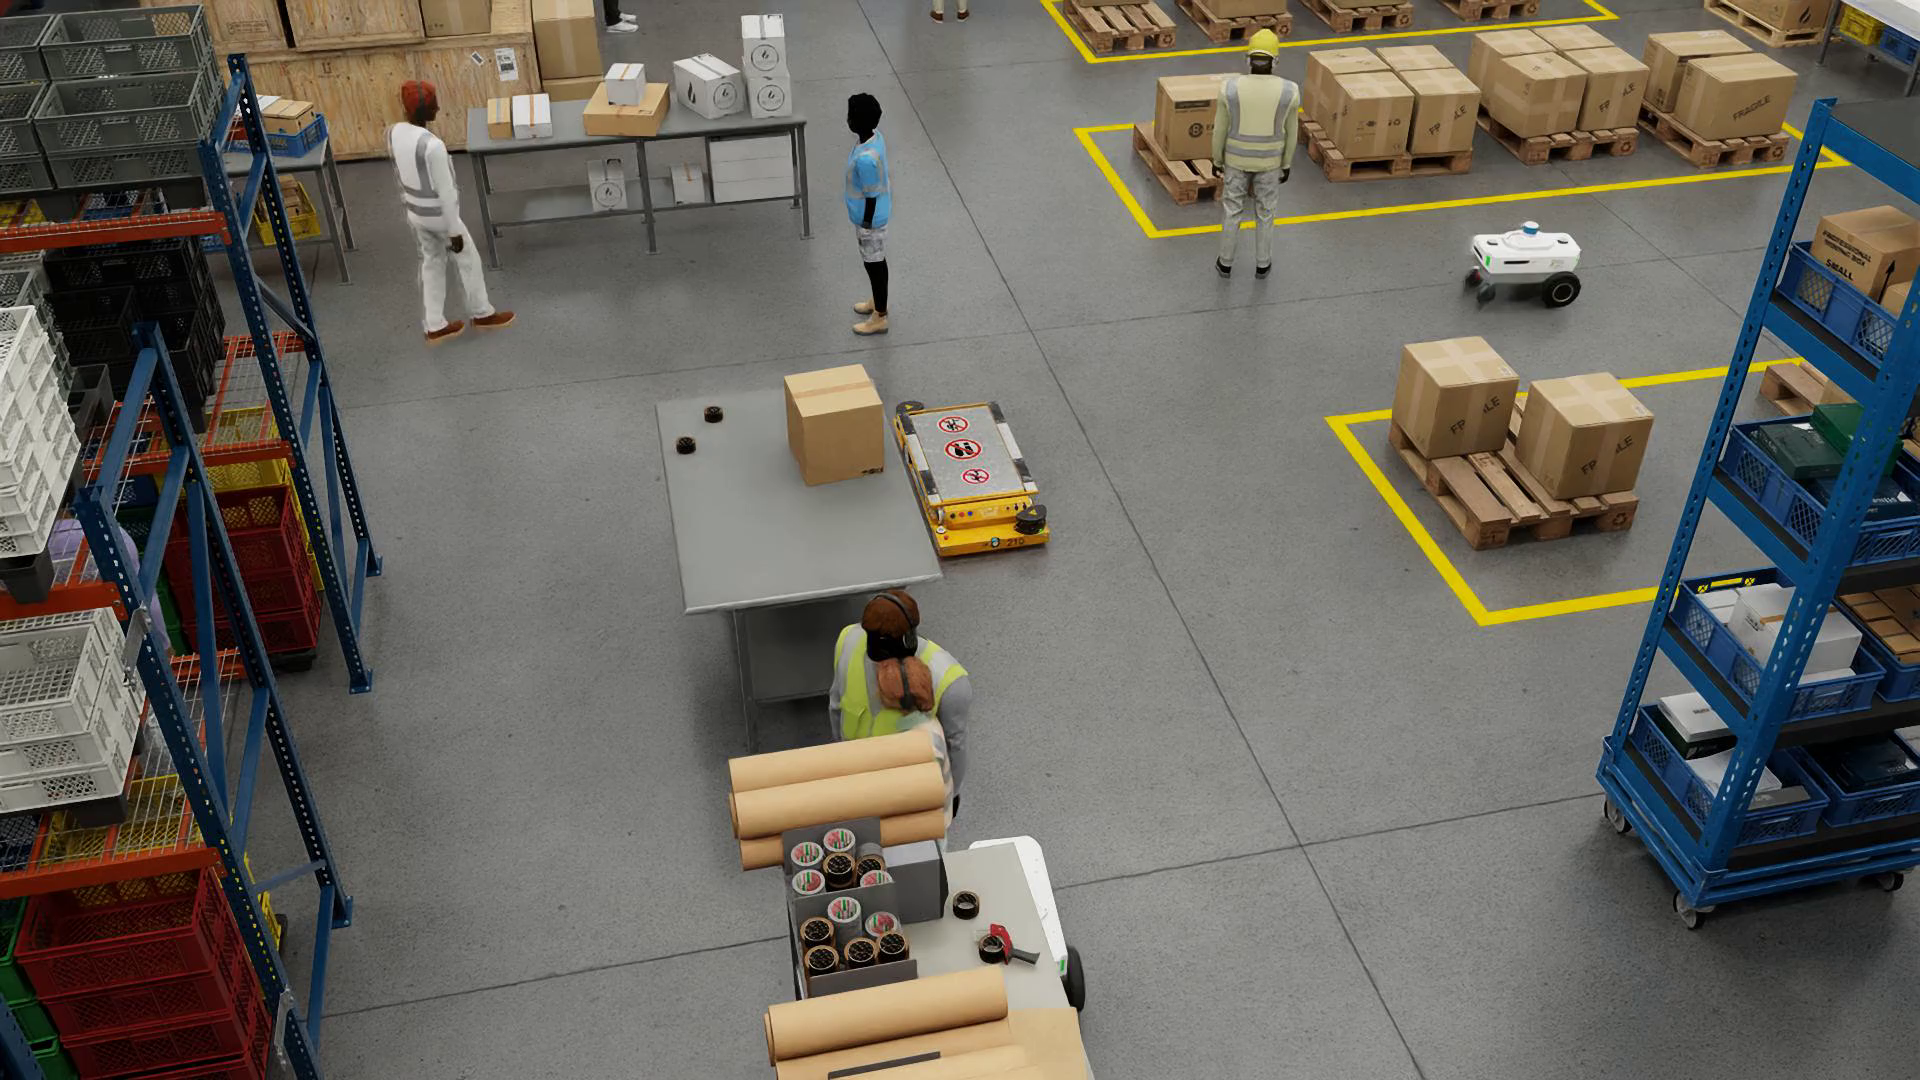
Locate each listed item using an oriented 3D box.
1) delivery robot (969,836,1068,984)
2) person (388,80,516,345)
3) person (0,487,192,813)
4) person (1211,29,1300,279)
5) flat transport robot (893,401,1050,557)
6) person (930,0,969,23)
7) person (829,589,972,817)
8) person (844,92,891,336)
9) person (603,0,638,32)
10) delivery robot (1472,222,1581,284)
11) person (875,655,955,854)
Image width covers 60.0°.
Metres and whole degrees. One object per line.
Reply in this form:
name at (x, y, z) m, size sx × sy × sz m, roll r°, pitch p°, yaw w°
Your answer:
delivery robot at (0.232, 1.591, 7.081) m, size 0.477 × 0.478 × 0.707 m, roll -5°, pitch 37°, yaw -7°
person at (-3.475, -2.203, 11.170) m, size 0.627 × 1.852 × 0.623 m, roll 26°, pitch 44°, yaw 31°
person at (-3.888, 0.466, 7.524) m, size 0.633 × 1.932 × 0.369 m, roll -1°, pitch 37°, yaw -2°
person at (2.096, -2.741, 11.926) m, size 0.592 × 1.820 × 0.404 m, roll 5°, pitch 37°, yaw 7°
flat transport robot at (0.046, -0.430, 10.108) m, size 0.652 × 0.197 × 1.431 m, roll -8°, pitch 37°, yaw -10°
person at (-0.137, -6.034, 16.310) m, size 0.521 × 1.873 × 0.335 m, roll -1°, pitch 37°, yaw -2°
person at (-0.272, 0.954, 6.942) m, size 0.620 × 1.845 × 0.430 m, roll 18°, pitch 40°, yaw 22°
person at (-0.625, -2.216, 11.322) m, size 0.315 × 1.695 × 0.541 m, roll 0°, pitch 37°, yaw 0°
person at (-3.414, -5.900, 16.102) m, size 0.389 × 1.911 × 0.591 m, roll -9°, pitch 38°, yaw -12°
delivery robot at (4.063, -2.051, 11.972) m, size 0.707 × 0.478 × 0.477 m, roll -2°, pitch 37°, yaw -3°
person at (-0.183, 1.120, 6.894) m, size 0.317 × 1.632 × 0.529 m, roll -9°, pitch 38°, yaw -12°
